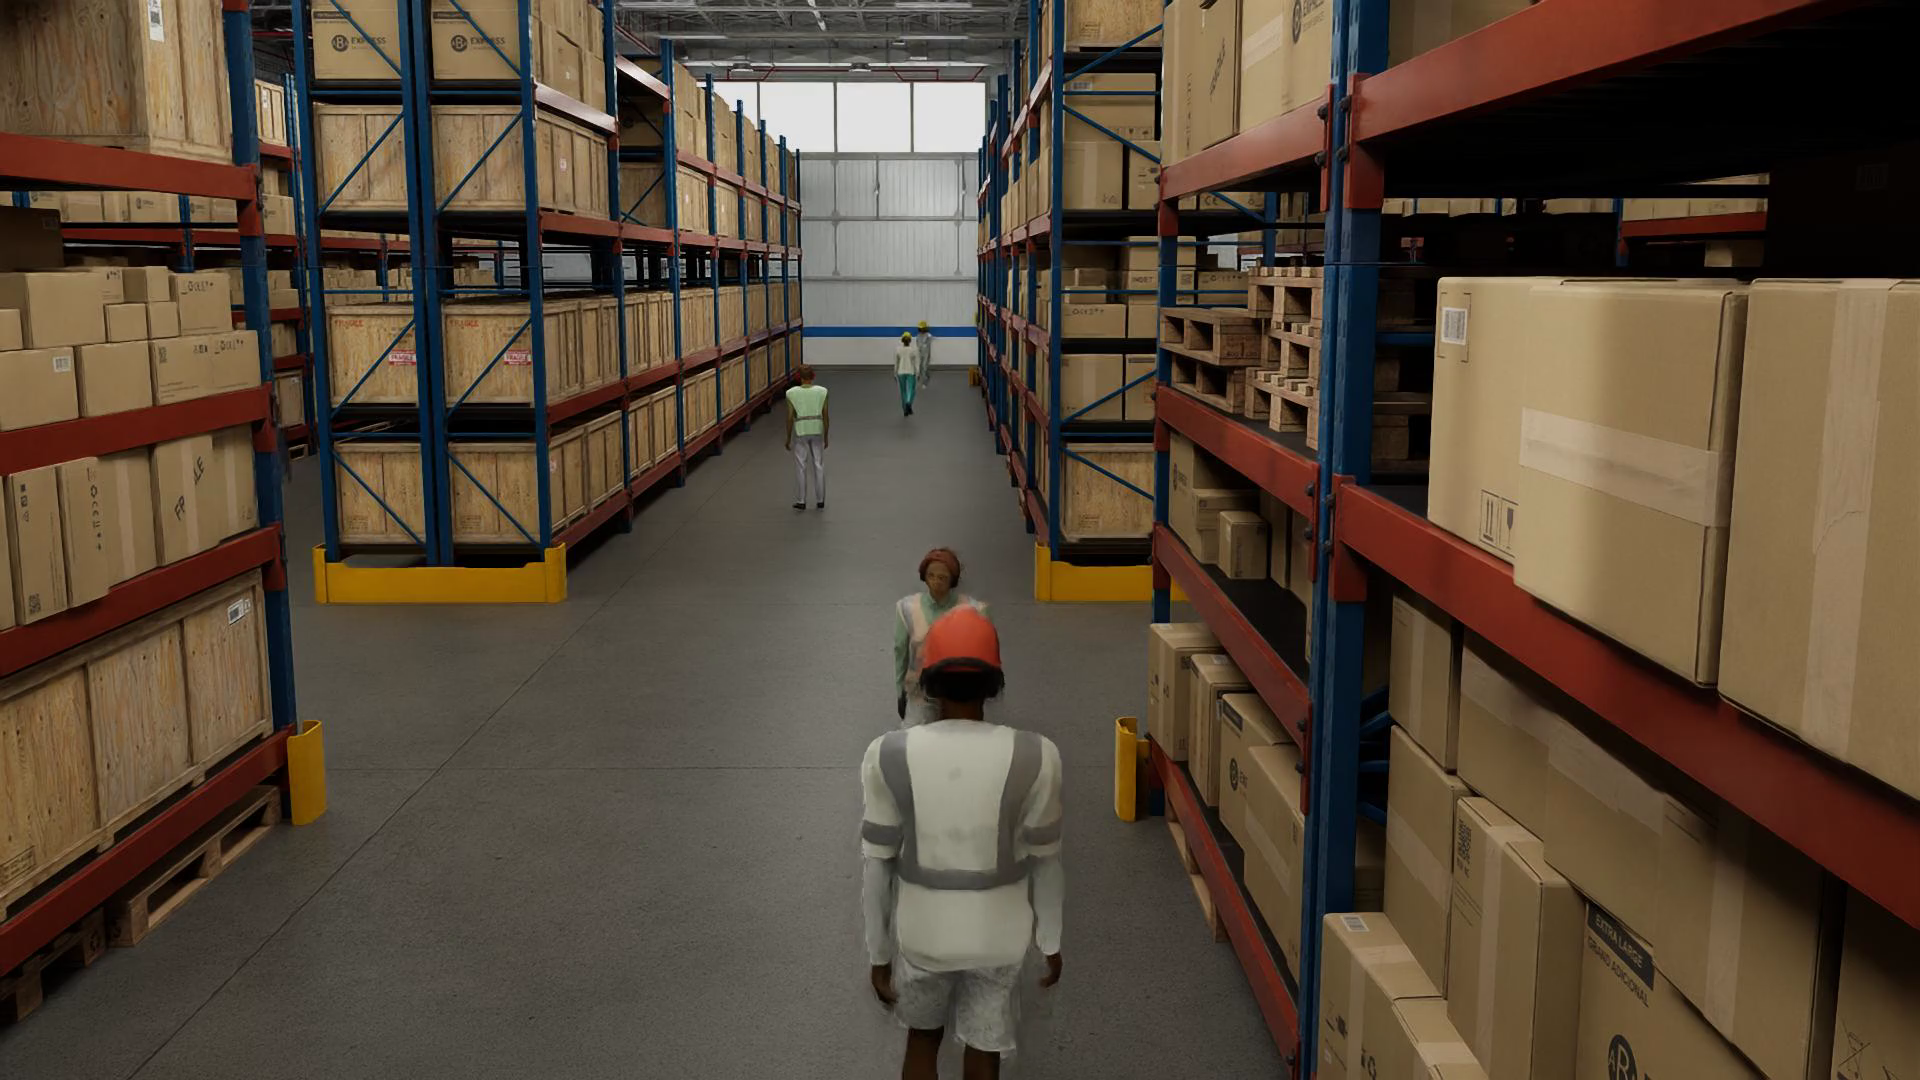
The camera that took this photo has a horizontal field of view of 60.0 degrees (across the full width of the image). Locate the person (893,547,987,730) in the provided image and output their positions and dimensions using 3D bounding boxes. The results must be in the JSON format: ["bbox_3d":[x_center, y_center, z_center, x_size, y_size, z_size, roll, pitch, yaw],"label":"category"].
[{"bbox_3d":[-0.105,0.840,8.551,0.511,1.624,0.359,2,9,11],"label":"person"}]

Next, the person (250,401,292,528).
[{"bbox_3d":[-7.624,-0.749,18.315,0.527,1.604,0.453,2,9,13],"label":"person"}]

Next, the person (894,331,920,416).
[{"bbox_3d":[-1.099,-3.443,34.385,0.548,1.750,0.366,1,9,5],"label":"person"}]

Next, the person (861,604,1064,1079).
[{"bbox_3d":[0.014,1.204,5.108,0.613,2.028,0.423,1,9,6],"label":"person"}]

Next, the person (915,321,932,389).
[{"bbox_3d":[-0.942,-4.689,42.171,0.483,1.718,0.431,6,11,31],"label":"person"}]

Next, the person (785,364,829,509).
[{"bbox_3d":[-1.926,-1.303,21.031,0.563,1.839,0.389,-3,10,-20],"label":"person"}]
